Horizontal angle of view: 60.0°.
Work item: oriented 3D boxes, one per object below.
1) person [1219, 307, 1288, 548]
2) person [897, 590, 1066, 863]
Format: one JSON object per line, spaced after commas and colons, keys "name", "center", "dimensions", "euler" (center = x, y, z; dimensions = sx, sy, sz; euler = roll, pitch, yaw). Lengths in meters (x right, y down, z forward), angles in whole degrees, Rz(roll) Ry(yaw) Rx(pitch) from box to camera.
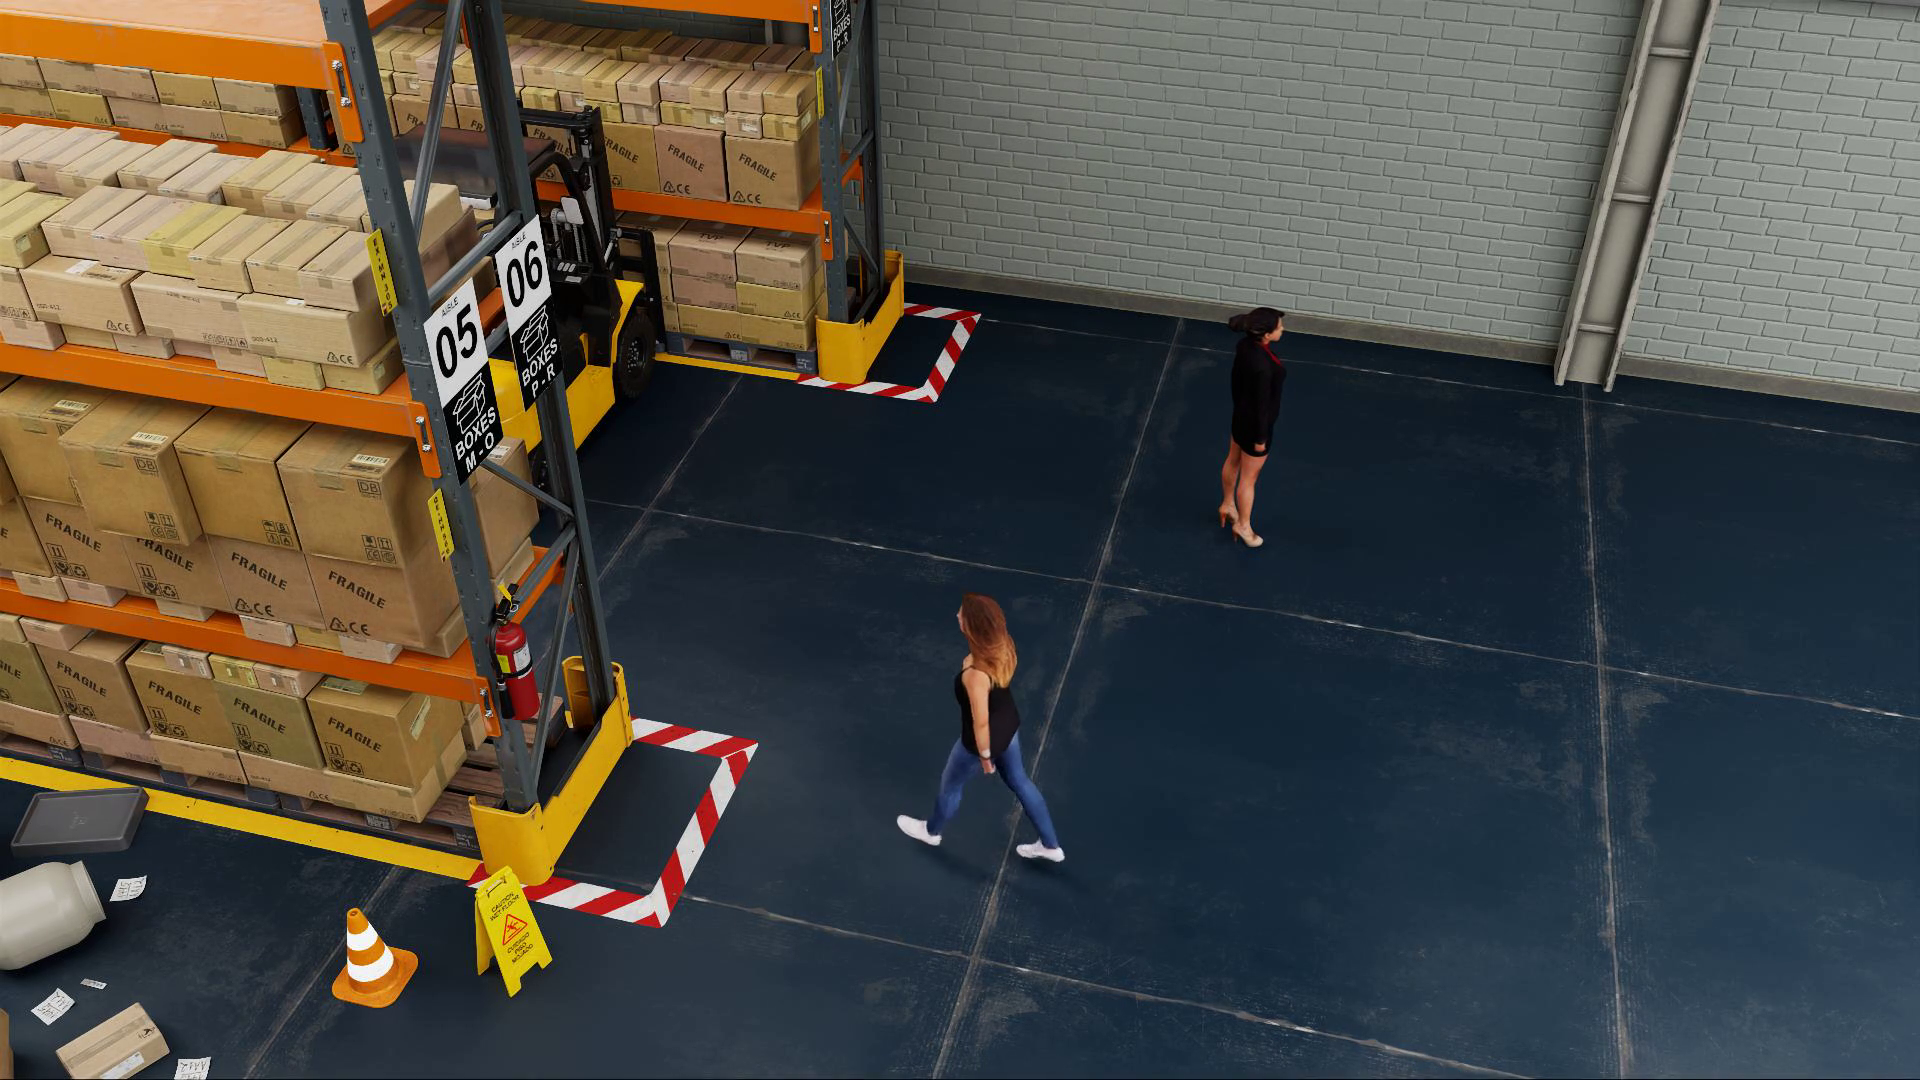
{"name": "person", "center": [1.796, -0.704, 10.255], "dimensions": [0.729, 1.639, 0.674], "euler": [-8, 38, -10]}
{"name": "person", "center": [0.214, 0.962, 8.031], "dimensions": [1.143, 1.679, 0.717], "euler": [16, 40, 20]}
